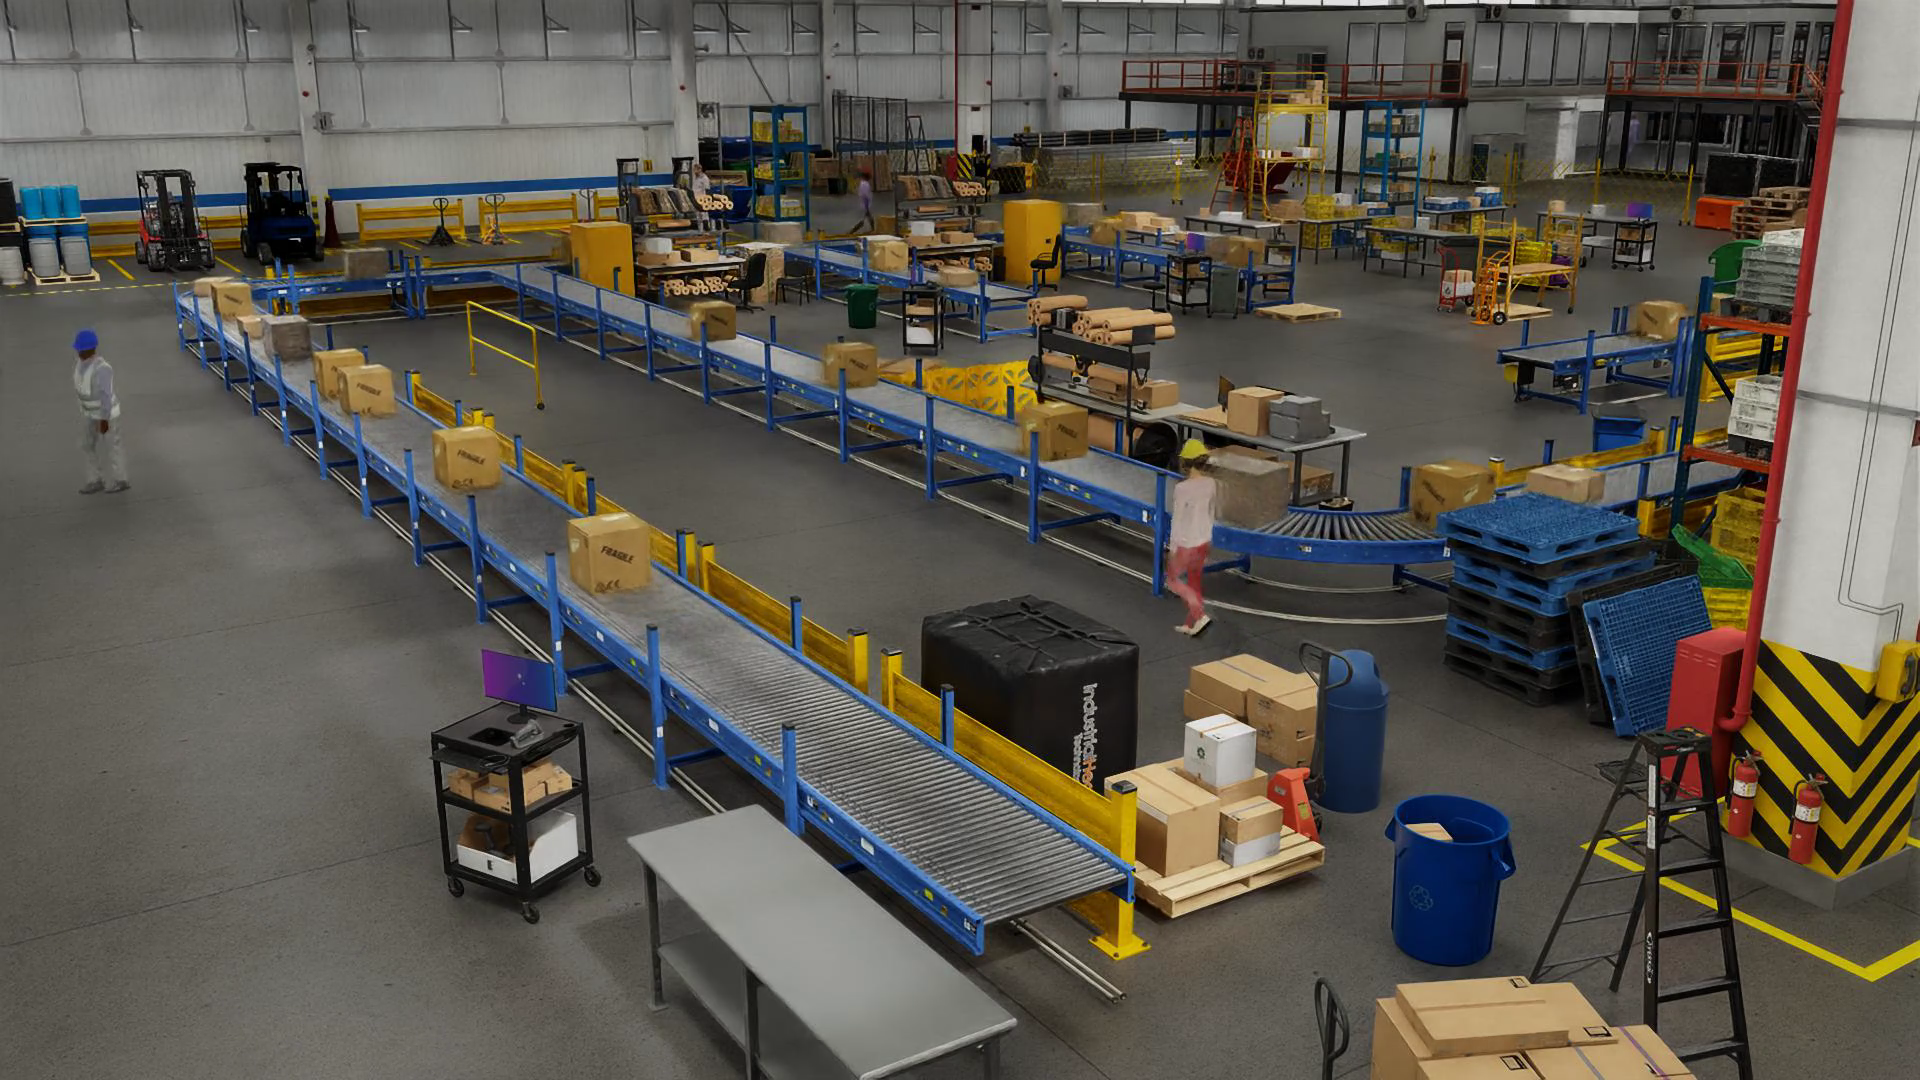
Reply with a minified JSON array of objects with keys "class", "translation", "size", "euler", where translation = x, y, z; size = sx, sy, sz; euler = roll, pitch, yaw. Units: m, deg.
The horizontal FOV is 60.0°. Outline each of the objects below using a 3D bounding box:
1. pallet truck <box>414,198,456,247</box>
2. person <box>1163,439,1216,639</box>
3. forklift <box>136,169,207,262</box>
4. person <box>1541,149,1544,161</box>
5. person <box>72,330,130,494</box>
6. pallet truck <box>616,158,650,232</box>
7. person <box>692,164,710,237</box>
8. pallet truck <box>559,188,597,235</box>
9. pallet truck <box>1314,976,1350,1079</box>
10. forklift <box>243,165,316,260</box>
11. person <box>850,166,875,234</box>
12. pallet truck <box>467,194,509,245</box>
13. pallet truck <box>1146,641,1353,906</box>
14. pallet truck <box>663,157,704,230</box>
[{"class":"pallet truck","translation":[-13.250,-8.060,41.856],"size":[0.680,1.201,1.601],"euler":[-10,20,-31]},{"class":"person","translation":[1.981,0.012,14.099],"size":[0.540,1.750,0.425],"euler":[-15,23,-42]},{"class":"forklift","translation":[-17.842,-7.318,37.559],"size":[1.157,1.987,2.680],"euler":[-10,20,-31]},{"class":"person","translation":[21.828,-14.486,62.550],"size":[0.496,1.624,0.287],"euler":[9,19,29]},{"class":"person","translation":[-9.655,-1.421,18.600],"size":[0.638,1.905,0.611],"euler":[8,19,26]},{"class":"pallet truck","translation":[-8.918,-9.176,44.255],"size":[0.823,1.965,1.885],"euler":[-9,19,-27]},{"class":"person","translation":[-6.744,-8.800,43.158],"size":[0.401,1.910,0.641],"euler":[-13,21,-38]},{"class":"pallet truck","translation":[-10.010,-8.652,43.699],"size":[0.653,1.274,1.630],"euler":[-10,20,-31]},{"class":"pallet truck","translation":[2.299,2.390,7.086],"size":[1.601,1.201,0.680],"euler":[-2,17,-7]},{"class":"forklift","translation":[-15.898,-7.669,38.708],"size":[1.157,1.987,2.680],"euler":[-11,20,-33]},{"class":"person","translation":[-2.405,-8.227,41.092],"size":[1.000,2.014,0.625],"euler":[0,17,0]},{"class":"pallet truck","translation":[-11.983,-8.177,42.137],"size":[0.704,1.261,1.522],"euler":[-11,20,-33]},{"class":"pallet truck","translation":[1.664,1.407,10.232],"size":[1.630,1.274,0.653],"euler":[-10,20,-31]},{"class":"pallet truck","translation":[-7.586,-9.308,44.692],"size":[0.823,1.965,1.885],"euler":[-11,20,-33]}]
